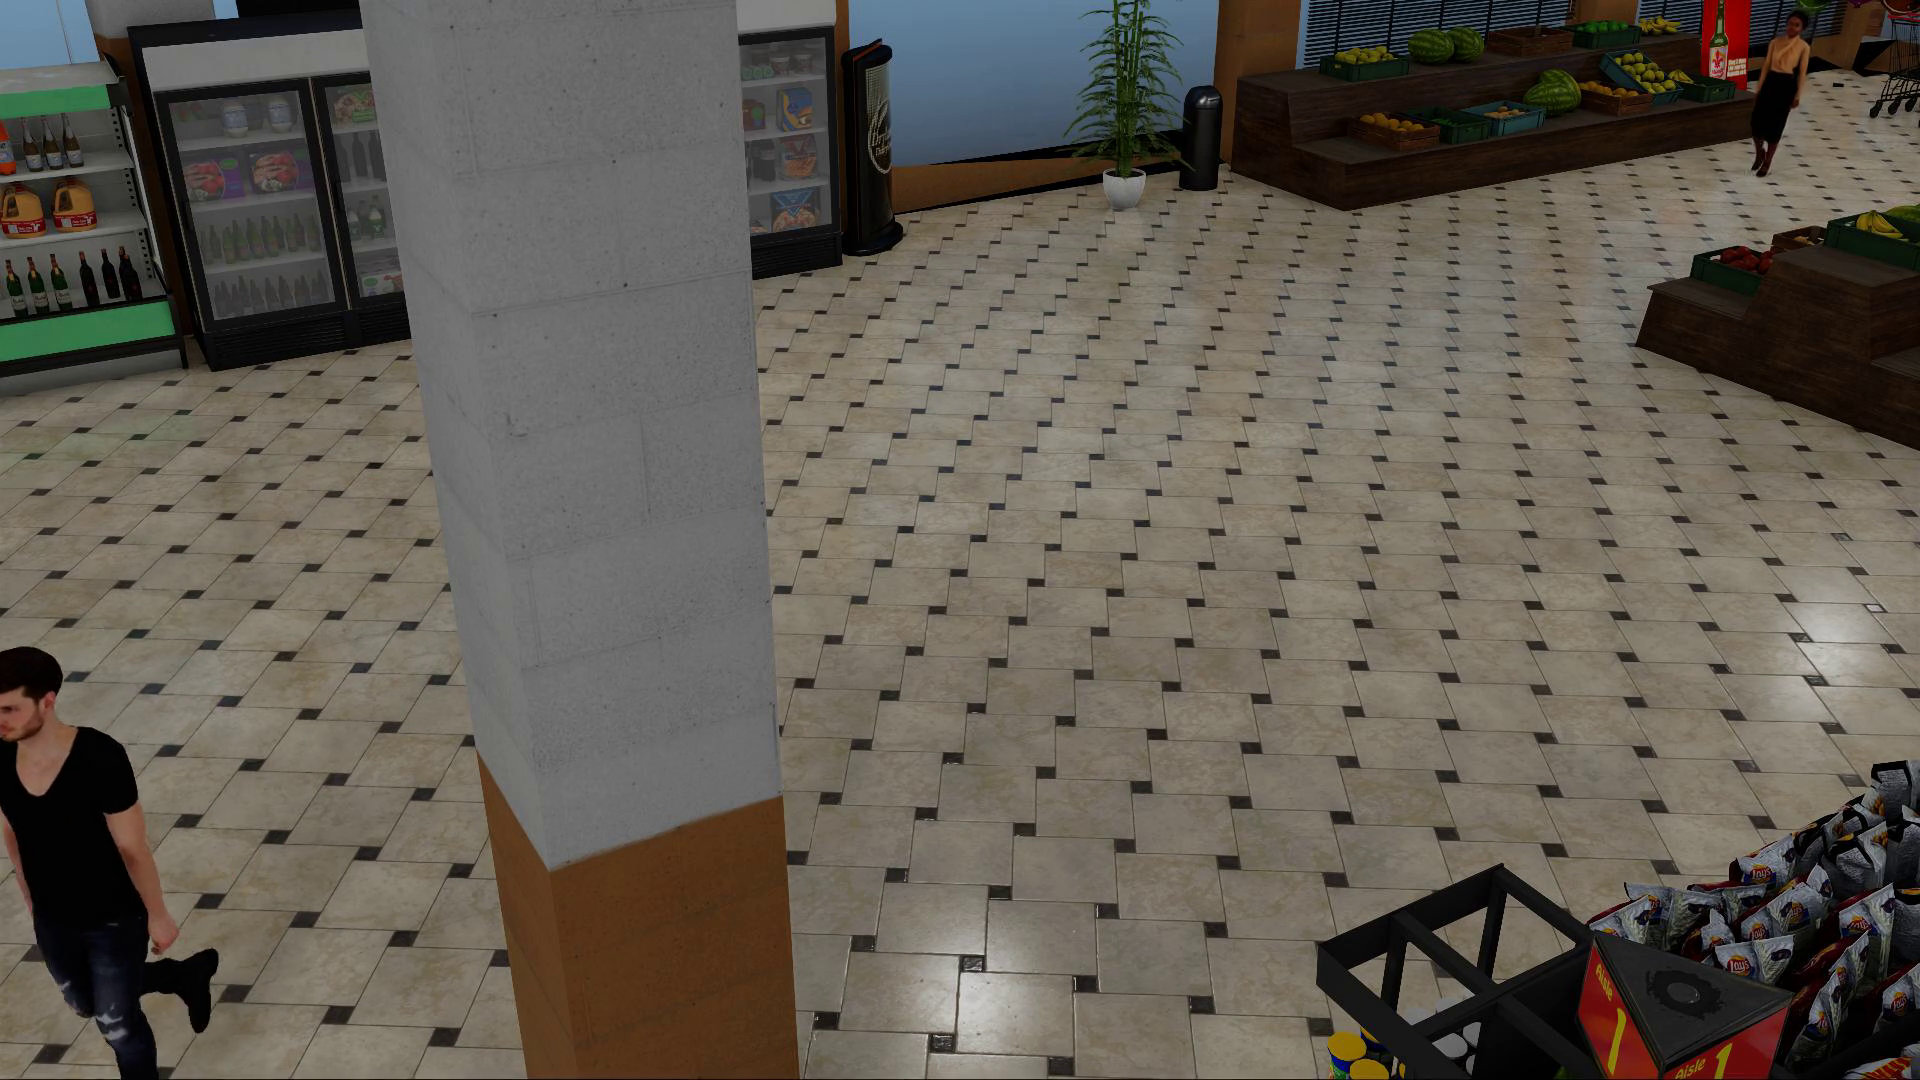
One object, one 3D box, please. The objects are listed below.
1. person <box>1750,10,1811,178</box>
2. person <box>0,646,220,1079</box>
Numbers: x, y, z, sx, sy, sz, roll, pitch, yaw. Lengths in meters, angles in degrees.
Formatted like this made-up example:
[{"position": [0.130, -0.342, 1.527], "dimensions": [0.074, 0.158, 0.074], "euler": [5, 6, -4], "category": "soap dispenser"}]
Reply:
[{"position": [8.212, -4.460, 16.645], "dimensions": [0.693, 1.644, 0.706], "euler": [22, 34, 37], "category": "person"}, {"position": [-2.735, 1.130, 5.364], "dimensions": [1.097, 1.877, 1.140], "euler": [6, 27, 11], "category": "person"}]
